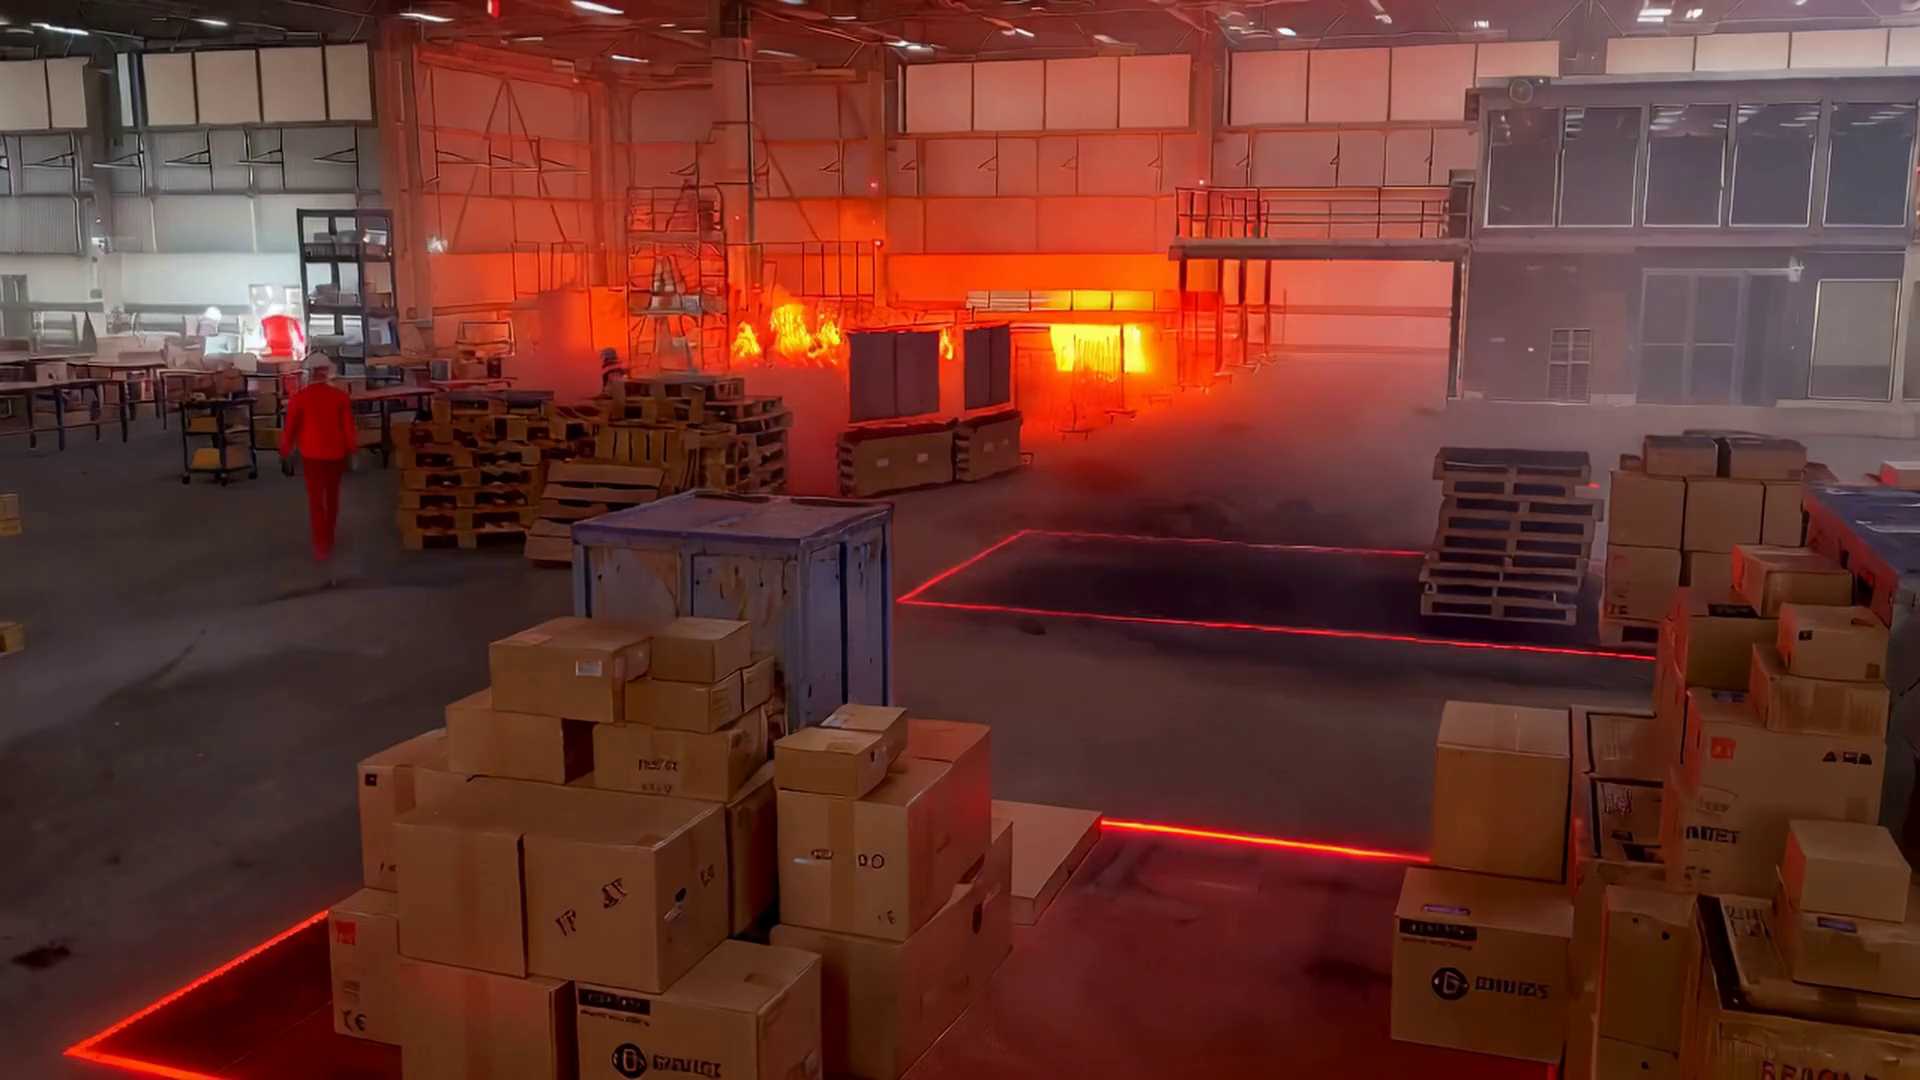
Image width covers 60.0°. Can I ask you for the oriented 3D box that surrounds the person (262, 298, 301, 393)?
[{"bbox_3d":[-13.253,-3.714,32.461,0.643,2.001,0.718,-6,12,-31],"label":"person"}]

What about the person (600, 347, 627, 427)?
[{"bbox_3d":[-4.465,-1.614,21.389,0.309,1.735,0.484,3,11,17],"label":"person"}]

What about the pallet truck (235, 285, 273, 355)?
[{"bbox_3d":[-18.327,-5.835,44.421,0.823,1.965,1.885,4,11,23],"label":"pallet truck"}]

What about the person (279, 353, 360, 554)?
[{"bbox_3d":[-6.358,-0.858,16.469,0.752,1.961,0.614,-6,12,-32],"label":"person"}]

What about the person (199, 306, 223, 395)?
[{"bbox_3d":[-13.729,-3.347,30.669,0.471,1.906,0.647,1,10,8],"label":"person"}]

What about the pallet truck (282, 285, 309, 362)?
[{"bbox_3d":[-17.147,-5.700,43.663,0.823,1.965,1.885,3,11,17],"label":"pallet truck"}]

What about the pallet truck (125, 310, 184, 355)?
[{"bbox_3d":[-22.038,-5.665,45.457,0.704,1.261,1.522,3,11,17],"label":"pallet truck"}]

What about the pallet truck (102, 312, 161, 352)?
[{"bbox_3d":[-23.057,-5.777,46.261,0.680,1.201,1.601,3,11,19],"label":"pallet truck"}]

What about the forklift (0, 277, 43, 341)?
[{"bbox_3d":[-27.151,-6.329,46.328,1.157,1.987,2.680,3,11,17],"label":"forklift"}]

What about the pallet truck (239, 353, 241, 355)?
[{"bbox_3d":[-19.537,-5.575,44.913,0.653,1.274,1.630,3,11,19],"label":"pallet truck"}]
